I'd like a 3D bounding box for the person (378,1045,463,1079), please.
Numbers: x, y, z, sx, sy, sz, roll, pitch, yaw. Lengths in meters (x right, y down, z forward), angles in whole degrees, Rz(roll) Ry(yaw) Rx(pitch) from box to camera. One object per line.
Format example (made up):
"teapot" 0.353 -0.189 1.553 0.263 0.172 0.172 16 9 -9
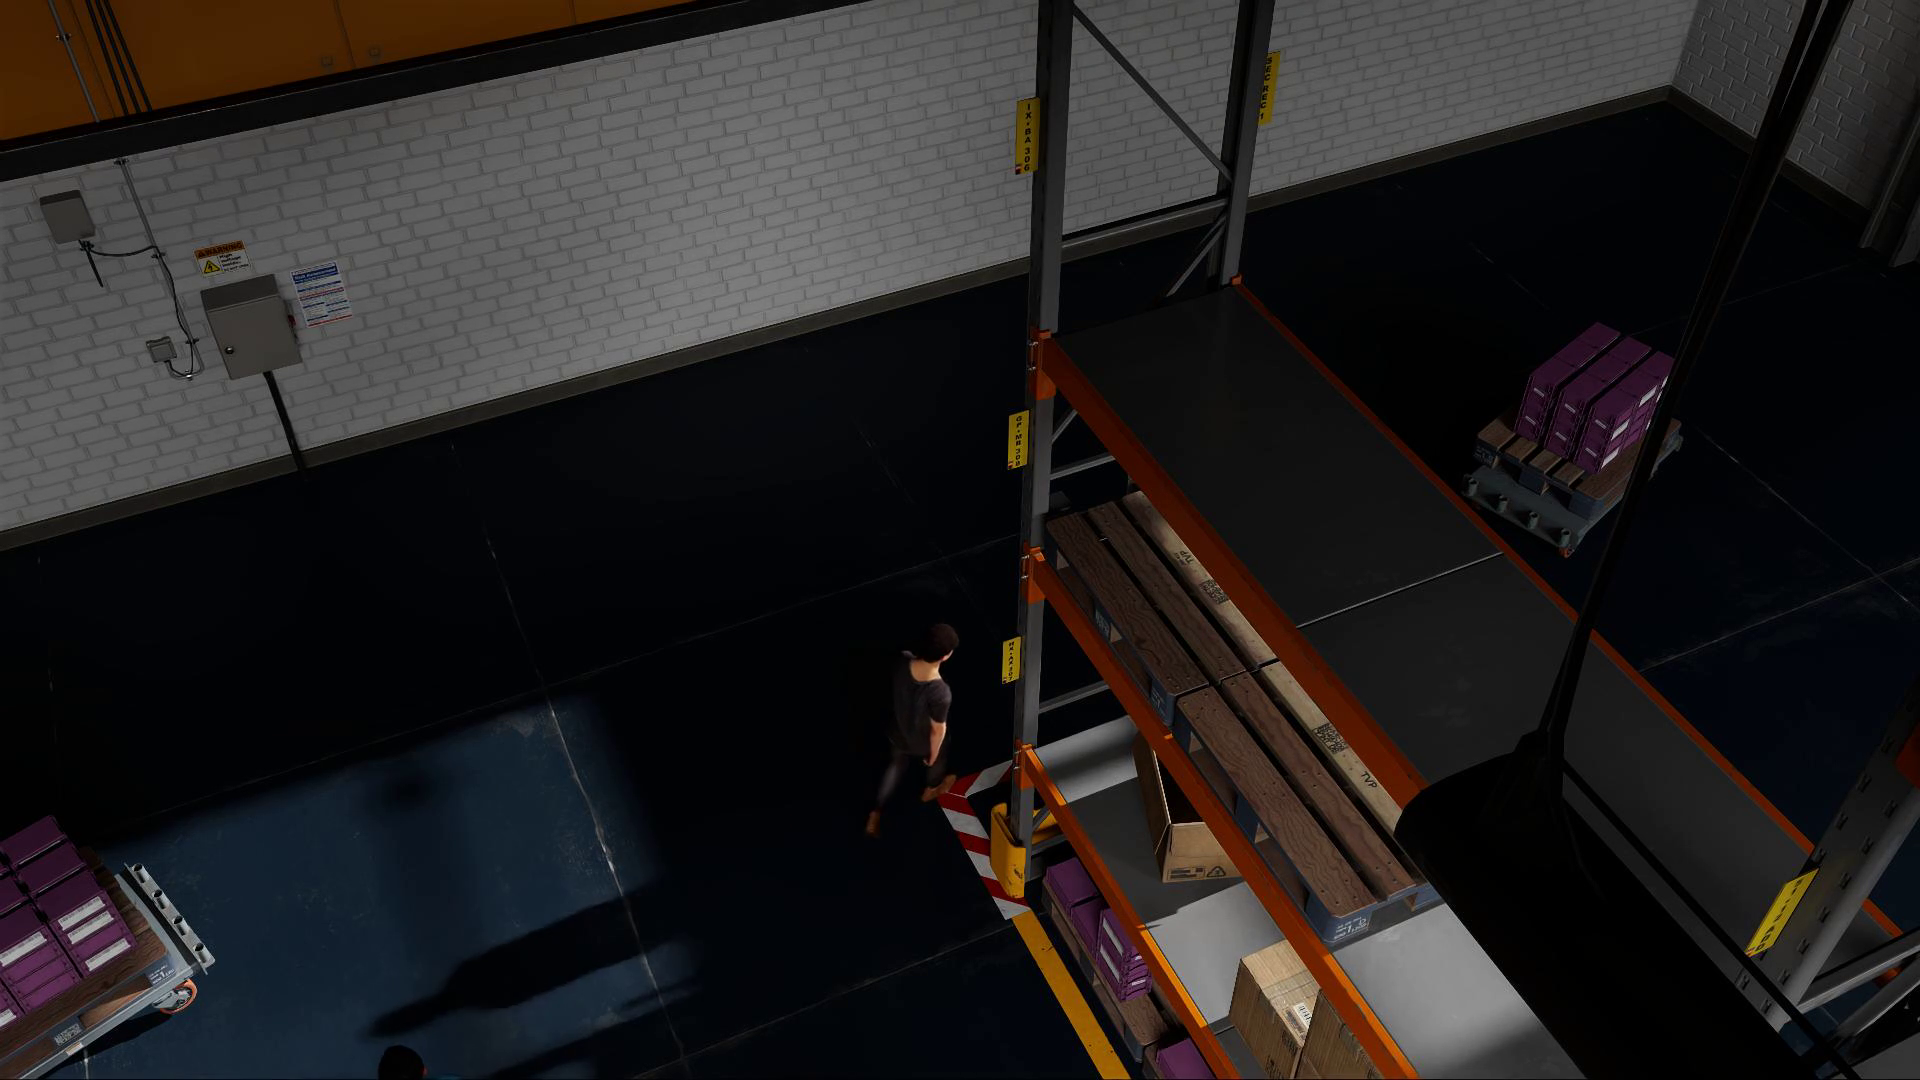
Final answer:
"person" -2.456 2.912 7.861 0.632 1.774 0.517 -21 47 -21

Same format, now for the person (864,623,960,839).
"person" -0.304 1.149 9.783 1.072 1.676 0.993 25 49 24
